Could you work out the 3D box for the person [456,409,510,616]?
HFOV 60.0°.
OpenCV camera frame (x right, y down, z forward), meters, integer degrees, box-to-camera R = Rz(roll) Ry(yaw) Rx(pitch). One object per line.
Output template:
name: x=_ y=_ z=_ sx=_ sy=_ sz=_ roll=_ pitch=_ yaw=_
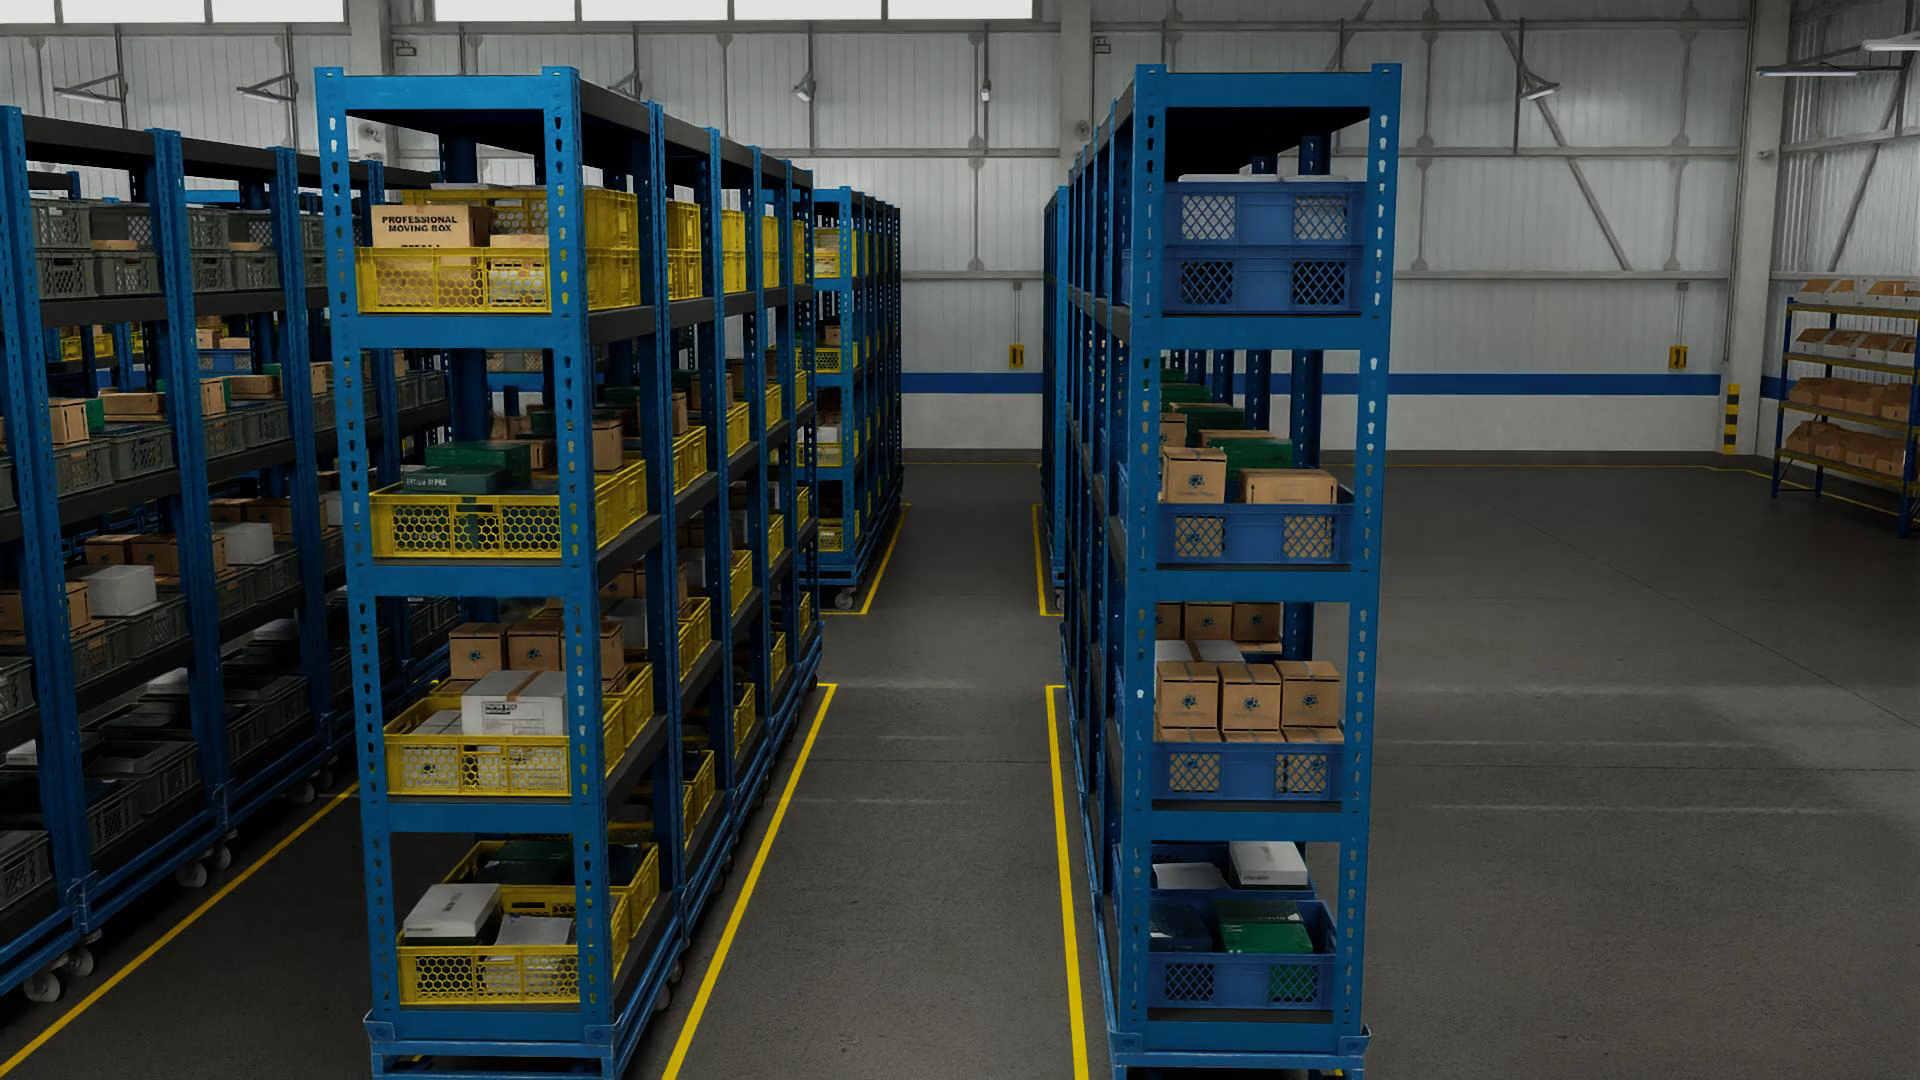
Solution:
person: x=-3.912 y=-0.162 z=13.460 sx=0.479 sy=1.824 sz=0.580 roll=1 pitch=10 yaw=3
